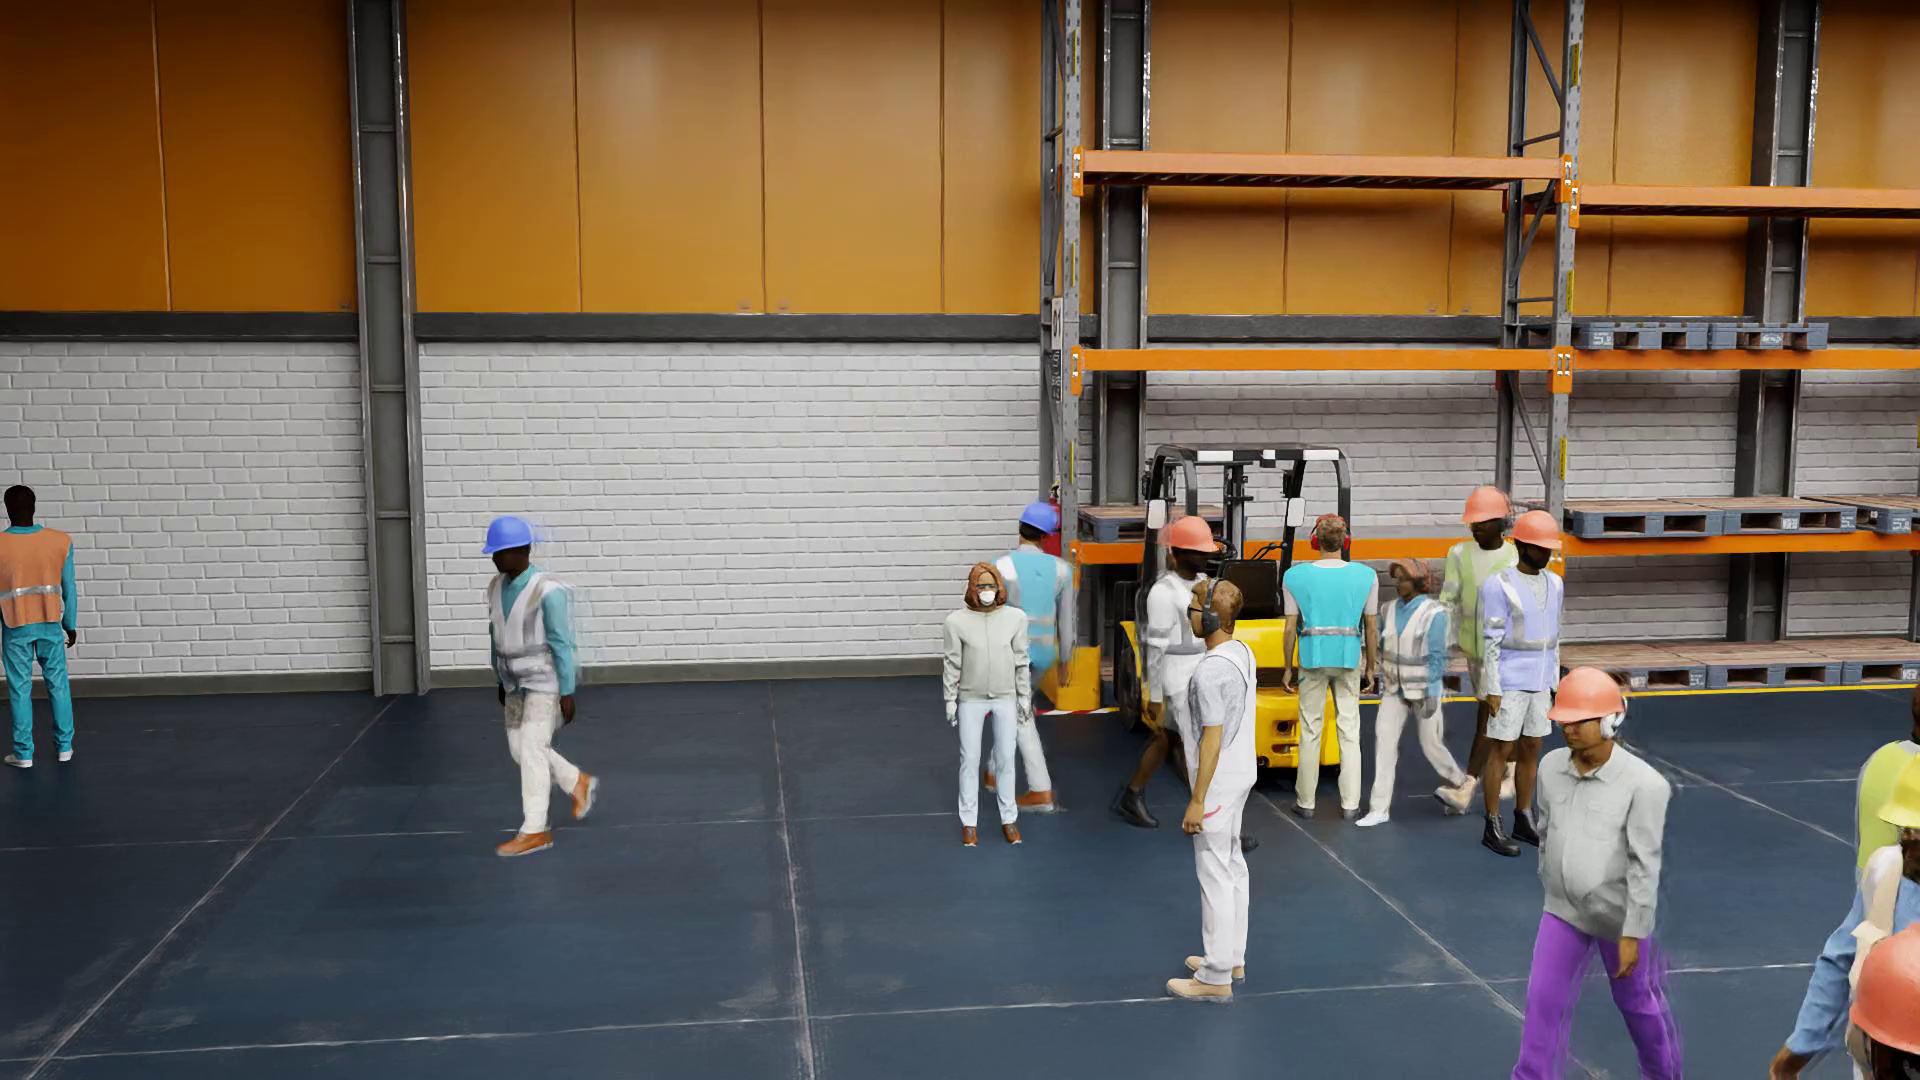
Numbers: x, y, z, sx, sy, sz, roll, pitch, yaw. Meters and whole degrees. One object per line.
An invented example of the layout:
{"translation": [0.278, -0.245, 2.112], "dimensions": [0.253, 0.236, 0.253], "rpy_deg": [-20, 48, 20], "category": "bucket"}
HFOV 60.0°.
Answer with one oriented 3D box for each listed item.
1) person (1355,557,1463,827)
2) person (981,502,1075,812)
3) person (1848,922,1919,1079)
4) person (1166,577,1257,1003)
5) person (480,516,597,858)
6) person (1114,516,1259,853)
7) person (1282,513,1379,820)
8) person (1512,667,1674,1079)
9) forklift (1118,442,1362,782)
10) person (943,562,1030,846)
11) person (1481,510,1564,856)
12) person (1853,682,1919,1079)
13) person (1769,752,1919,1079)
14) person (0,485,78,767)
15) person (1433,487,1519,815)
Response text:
{"translation": [2.732, 0.893, 9.899], "dimensions": [0.758, 1.615, 0.524], "rpy_deg": [-5, 8, -35], "category": "person"}
{"translation": [0.373, 0.708, 10.344], "dimensions": [0.590, 1.878, 0.902], "rpy_deg": [-4, 8, -32], "category": "person"}
{"translation": [1.561, 1.556, 2.803], "dimensions": [0.567, 1.892, 0.952], "rpy_deg": [1, 7, 13], "category": "person"}
{"translation": [1.107, 1.077, 7.240], "dimensions": [0.345, 1.846, 0.507], "rpy_deg": [3, 7, 25], "category": "person"}
{"translation": [-2.370, 0.792, 9.449], "dimensions": [0.663, 1.915, 0.721], "rpy_deg": [5, 8, 38], "category": "person"}
{"translation": [1.275, 0.794, 9.557], "dimensions": [0.981, 1.896, 0.566], "rpy_deg": [5, 8, 35], "category": "person"}
{"translation": [2.207, 0.765, 9.952], "dimensions": [0.565, 1.850, 0.390], "rpy_deg": [1, 7, 5], "category": "person"}
{"translation": [2.282, 1.293, 5.937], "dimensions": [0.887, 1.712, 0.565], "rpy_deg": [-4, 8, -33], "category": "person"}
{"translation": [1.912, 0.418, 11.496], "dimensions": [1.214, 2.155, 2.313], "rpy_deg": [-1, 7, -8], "category": "forklift"}
{"translation": [0.153, 0.929, 9.488], "dimensions": [0.502, 1.627, 0.285], "rpy_deg": [-1, 7, -10], "category": "person"}
{"translation": [3.180, 0.793, 9.338], "dimensions": [0.542, 1.936, 0.364], "rpy_deg": [-3, 7, -26], "category": "person"}
{"translation": [3.035, 1.313, 5.186], "dimensions": [0.429, 1.841, 0.633], "rpy_deg": [1, 7, 5], "category": "person"}
{"translation": [2.466, 1.428, 4.393], "dimensions": [0.912, 1.780, 0.601], "rpy_deg": [-1, 7, -8], "category": "person"}
{"translation": [-6.301, 0.582, 11.277], "dimensions": [0.591, 1.915, 0.393], "rpy_deg": [-6, 9, -43], "category": "person"}
{"translation": [3.209, 0.668, 10.206], "dimensions": [1.094, 1.979, 0.612], "rpy_deg": [-5, 8, -37], "category": "person"}
